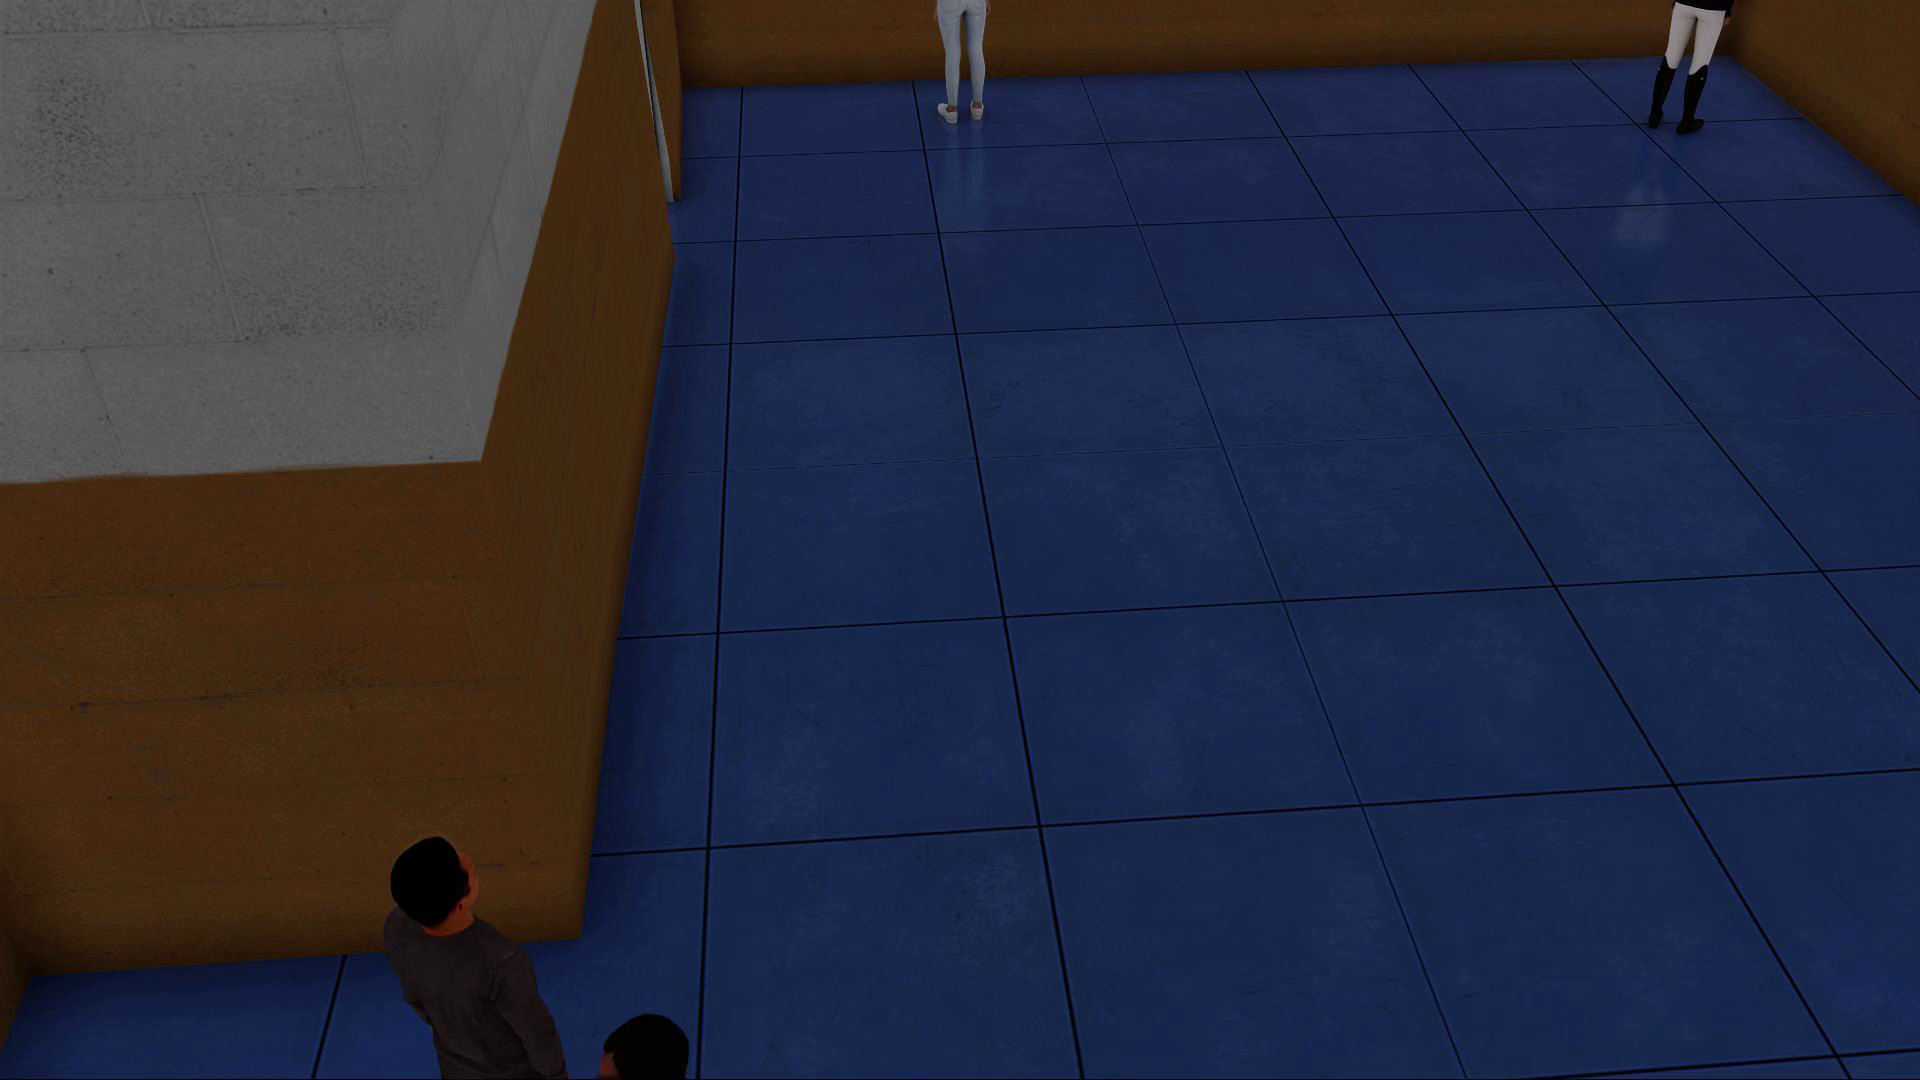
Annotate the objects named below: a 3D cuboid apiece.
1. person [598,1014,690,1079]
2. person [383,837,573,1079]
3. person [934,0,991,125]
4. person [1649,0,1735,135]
[{"bbox_3d":[-0.770,1.837,4.379,0.664,1.741,0.711,30,46,33],"label":"person"},{"bbox_3d":[-1.361,1.504,4.800,0.653,1.768,0.777,-12,38,-15],"label":"person"},{"bbox_3d":[0.018,-3.879,11.986,0.550,1.751,0.672,-9,38,-11],"label":"person"},{"bbox_3d":[5.267,-3.767,11.841,0.662,1.729,0.723,26,44,31],"label":"person"}]
